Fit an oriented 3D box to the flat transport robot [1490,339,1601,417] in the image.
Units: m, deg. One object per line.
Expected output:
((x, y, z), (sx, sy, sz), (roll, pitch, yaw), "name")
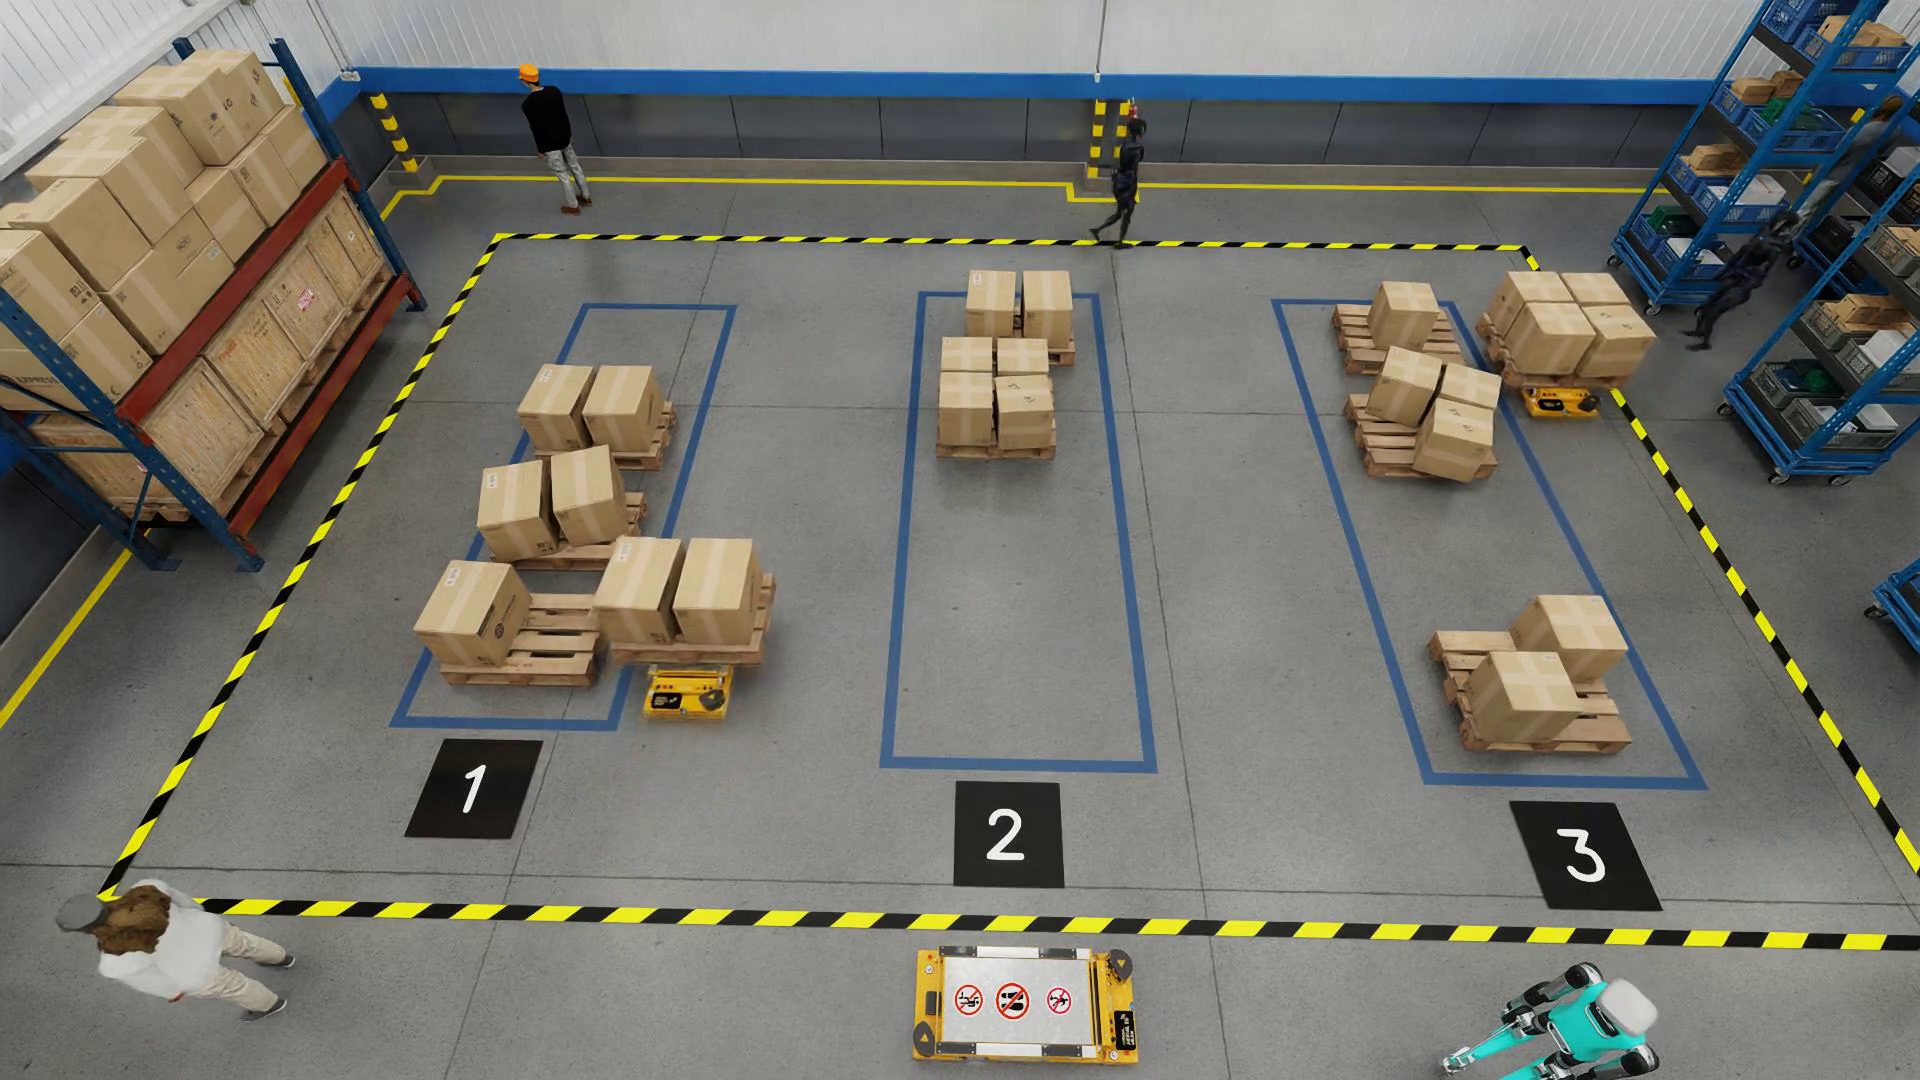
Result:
((6.362, -1.906, 10.022), (0.652, 0.197, 1.431), (1, 51, 1), "flat transport robot")

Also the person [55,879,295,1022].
((-4.636, 2.477, 5.502), (0.407, 1.761, 0.564), (-7, 51, -6), "person")

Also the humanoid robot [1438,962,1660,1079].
((3.108, 2.872, 5.112), (0.735, 1.674, 0.533), (-12, 52, -10), "humanoid robot")

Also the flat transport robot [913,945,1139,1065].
((0.422, 3.041, 6.007), (1.431, 0.231, 0.659), (1, 51, 1), "flat transport robot")

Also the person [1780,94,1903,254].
((10.463, -4.328, 10.947), (0.620, 1.932, 0.370), (-2, 51, -1), "person")

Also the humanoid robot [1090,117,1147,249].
((1.930, -4.264, 11.053), (0.495, 1.635, 0.615), (-7, 51, -6), "humanoid robot")

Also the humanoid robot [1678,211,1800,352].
((8.370, -2.773, 9.854), (0.370, 1.648, 0.600), (8, 51, 6), "humanoid robot")

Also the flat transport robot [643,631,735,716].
((-2.213, 0.809, 7.809), (0.652, 0.197, 1.431), (1, 51, 1), "flat transport robot")

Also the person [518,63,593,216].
((-5.102, -5.017, 11.536), (0.372, 1.882, 0.585), (22, 54, 17), "person")
